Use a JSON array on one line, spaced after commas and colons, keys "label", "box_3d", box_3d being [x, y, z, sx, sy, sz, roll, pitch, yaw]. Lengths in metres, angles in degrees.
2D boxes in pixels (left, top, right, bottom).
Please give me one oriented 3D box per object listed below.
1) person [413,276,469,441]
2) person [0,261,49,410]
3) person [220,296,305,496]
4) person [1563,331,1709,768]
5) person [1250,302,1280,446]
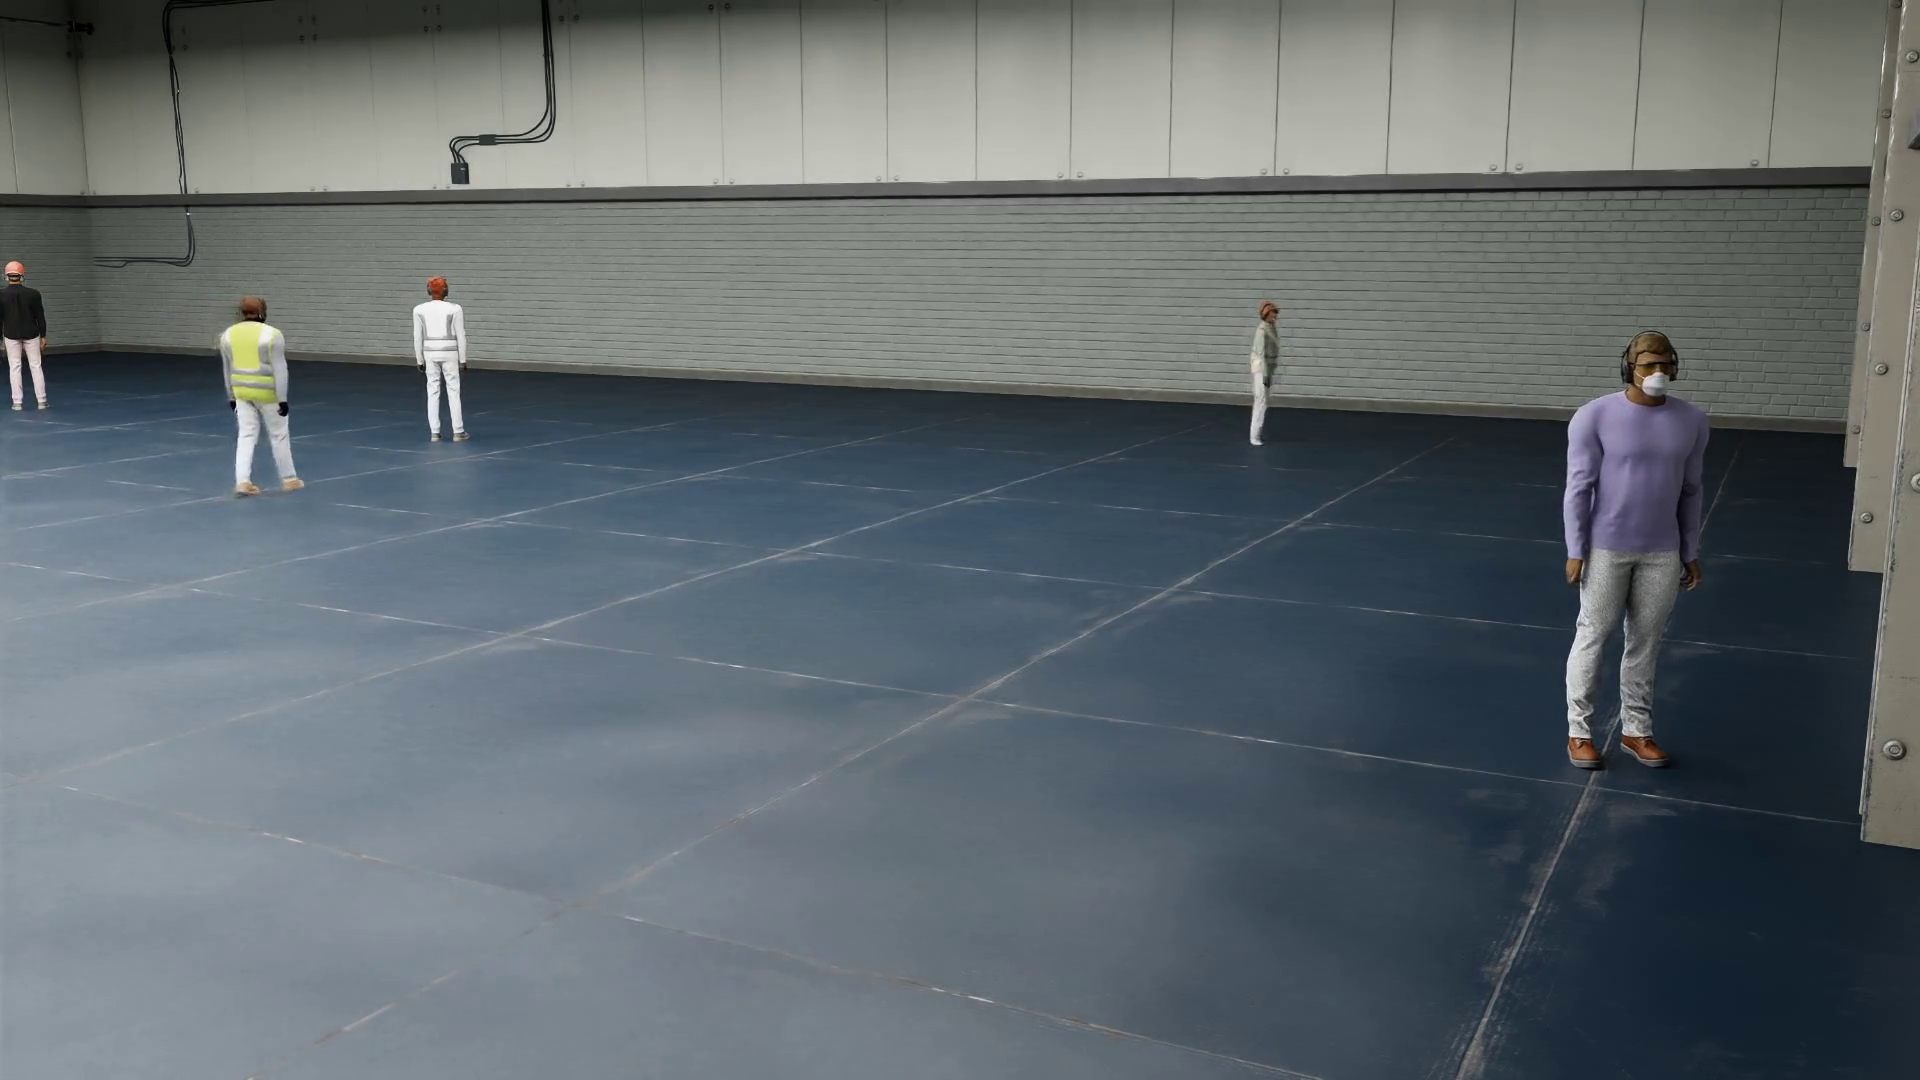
[{"label": "person", "box_3d": [-5.937, -2.067, 19.046, 0.574, 1.883, 0.360, 0, 10, -1]}, {"label": "person", "box_3d": [-12.682, -2.752, 22.471, 0.611, 1.996, 0.378, -6, 12, -28]}, {"label": "person", "box_3d": [-6.368, -1.311, 15.123, 0.644, 1.816, 0.790, 2, 11, 9]}, {"label": "person", "box_3d": [2.974, 0.049, 7.356, 0.627, 1.940, 0.370, -1, 10, -3]}, {"label": "person", "box_3d": [3.452, -1.877, 18.754, 0.327, 1.611, 0.654, 4, 11, 21]}]
